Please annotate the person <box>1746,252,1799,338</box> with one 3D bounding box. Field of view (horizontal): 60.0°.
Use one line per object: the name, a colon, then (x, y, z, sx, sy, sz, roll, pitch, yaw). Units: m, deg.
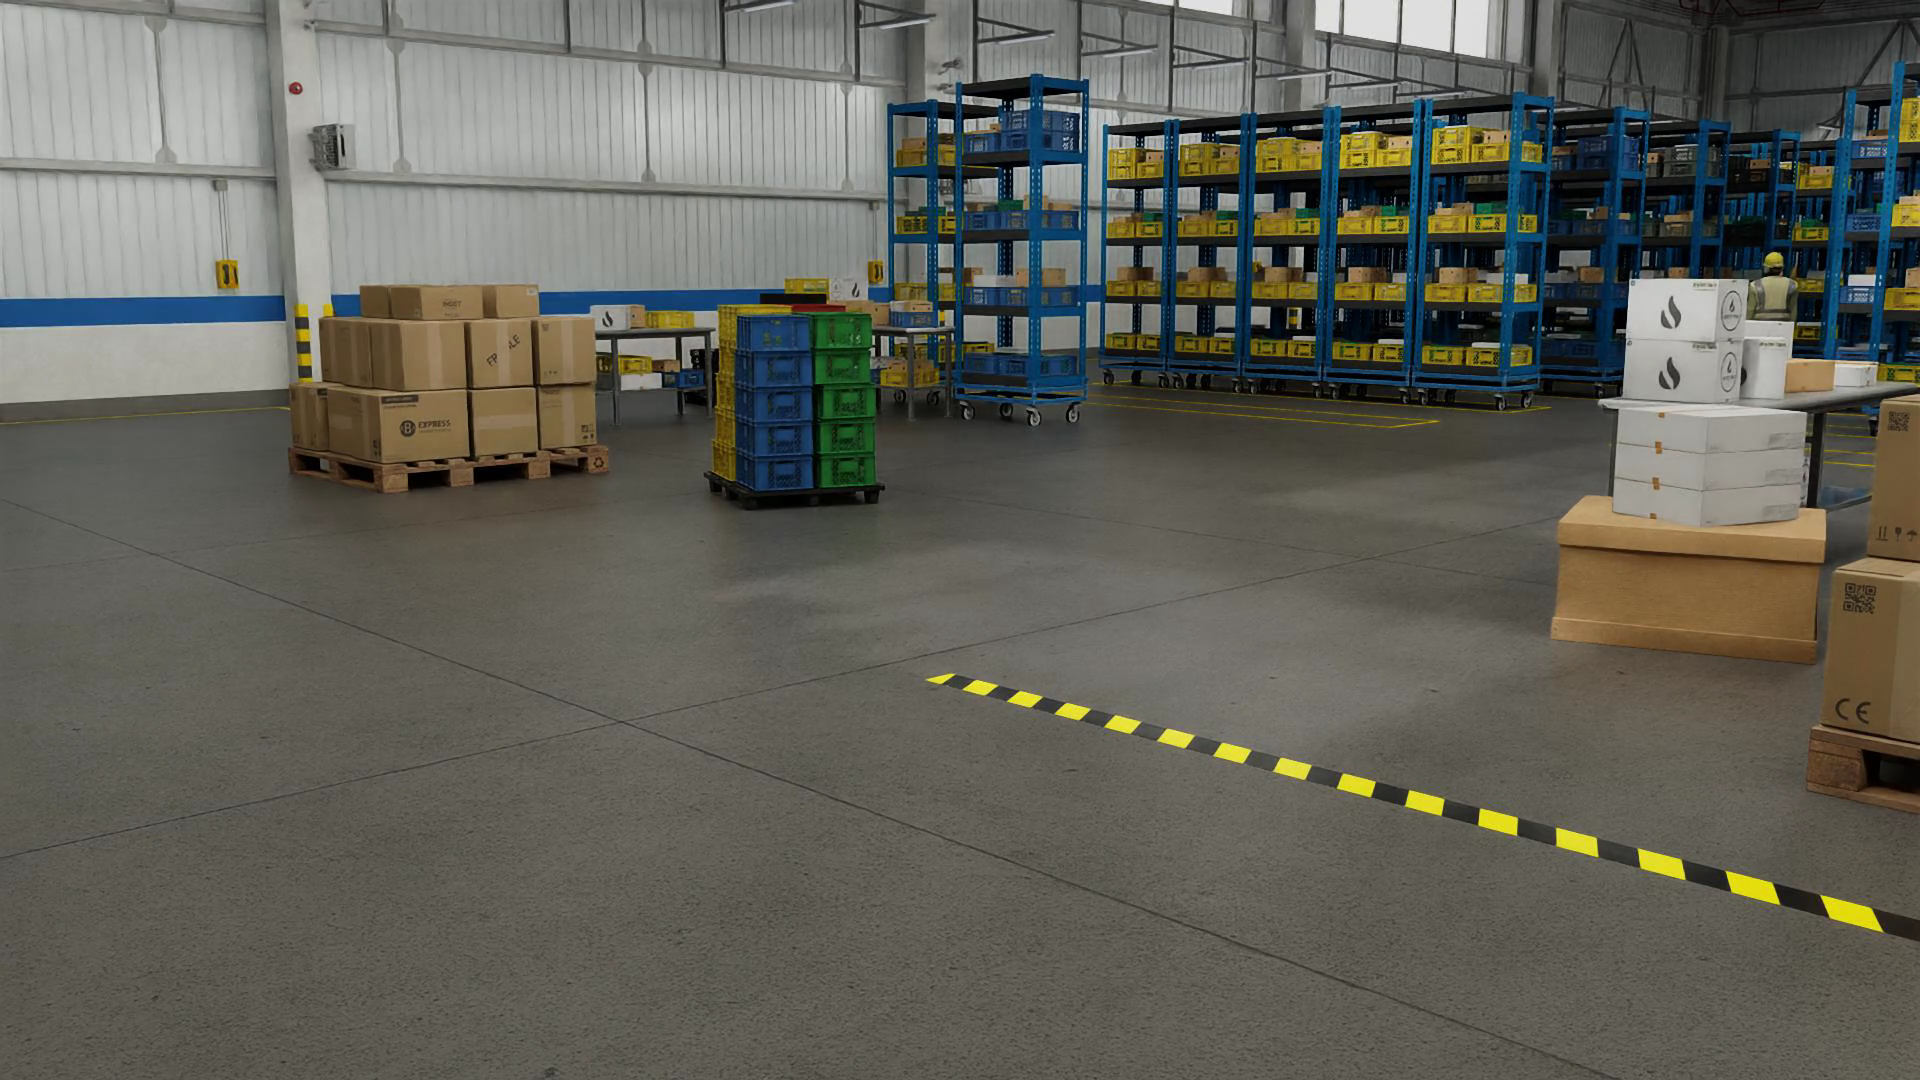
person: (9.936, -2.604, 20.407, 0.598, 1.836, 0.404, 1, 10, 9)
